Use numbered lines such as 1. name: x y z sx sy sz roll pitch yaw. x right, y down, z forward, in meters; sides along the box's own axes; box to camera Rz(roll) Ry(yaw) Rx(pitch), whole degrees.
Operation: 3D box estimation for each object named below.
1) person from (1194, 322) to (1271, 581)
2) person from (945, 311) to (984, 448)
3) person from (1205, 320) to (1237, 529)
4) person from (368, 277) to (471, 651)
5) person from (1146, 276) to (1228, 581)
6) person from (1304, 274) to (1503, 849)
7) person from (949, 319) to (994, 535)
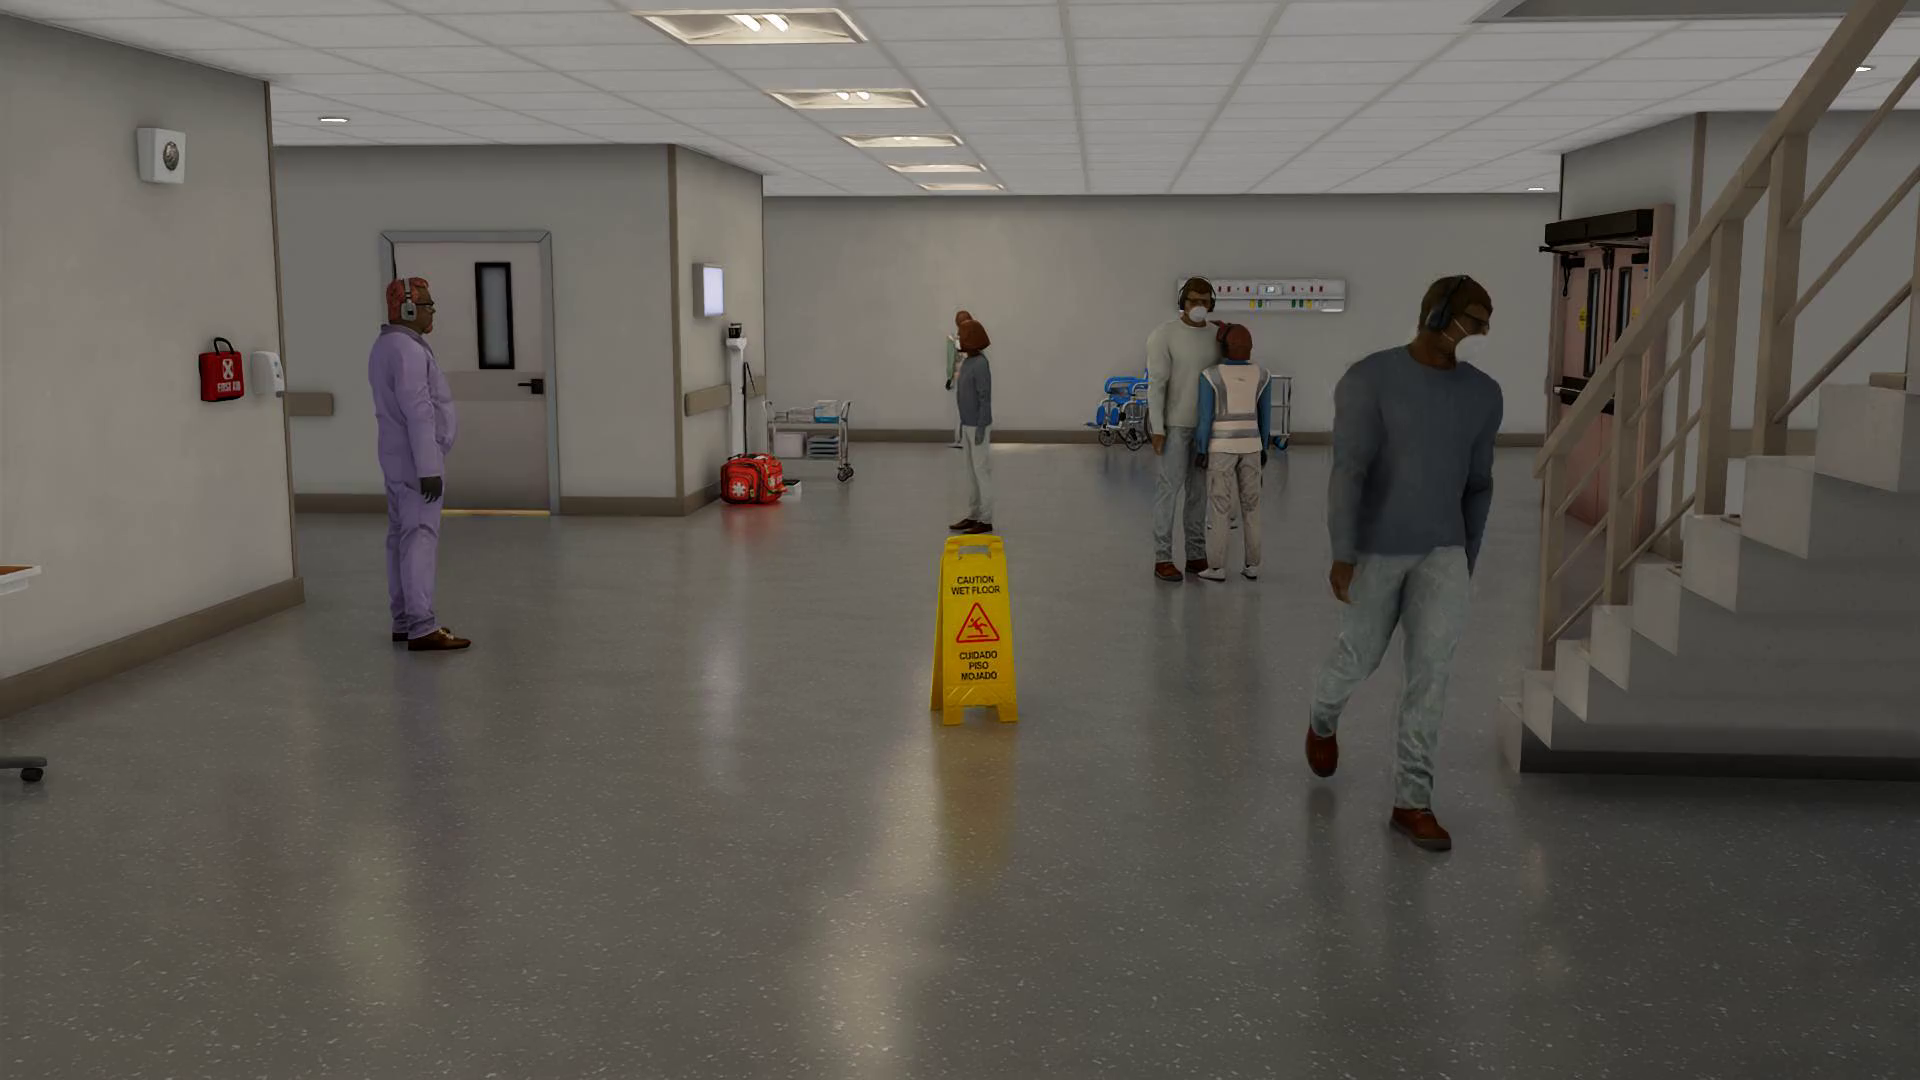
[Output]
1. person: 1.736 -0.554 10.570 0.519 1.645 0.307 -3 9 -18
2. person: 0.064 -1.903 19.768 0.513 1.637 0.313 -5 10 -29
3. person: 2.008 -0.896 12.978 0.321 1.628 0.530 -1 8 -4
4. person: -2.788 -0.389 8.561 0.410 1.909 0.643 -5 10 -31
5. person: 1.474 -0.709 10.648 0.627 1.936 0.373 -4 9 -27
6. person: 1.518 0.036 5.750 0.661 1.892 0.875 -1 8 -9
7. person: 0.100 -0.855 12.654 0.282 1.633 0.501 -3 9 -17
